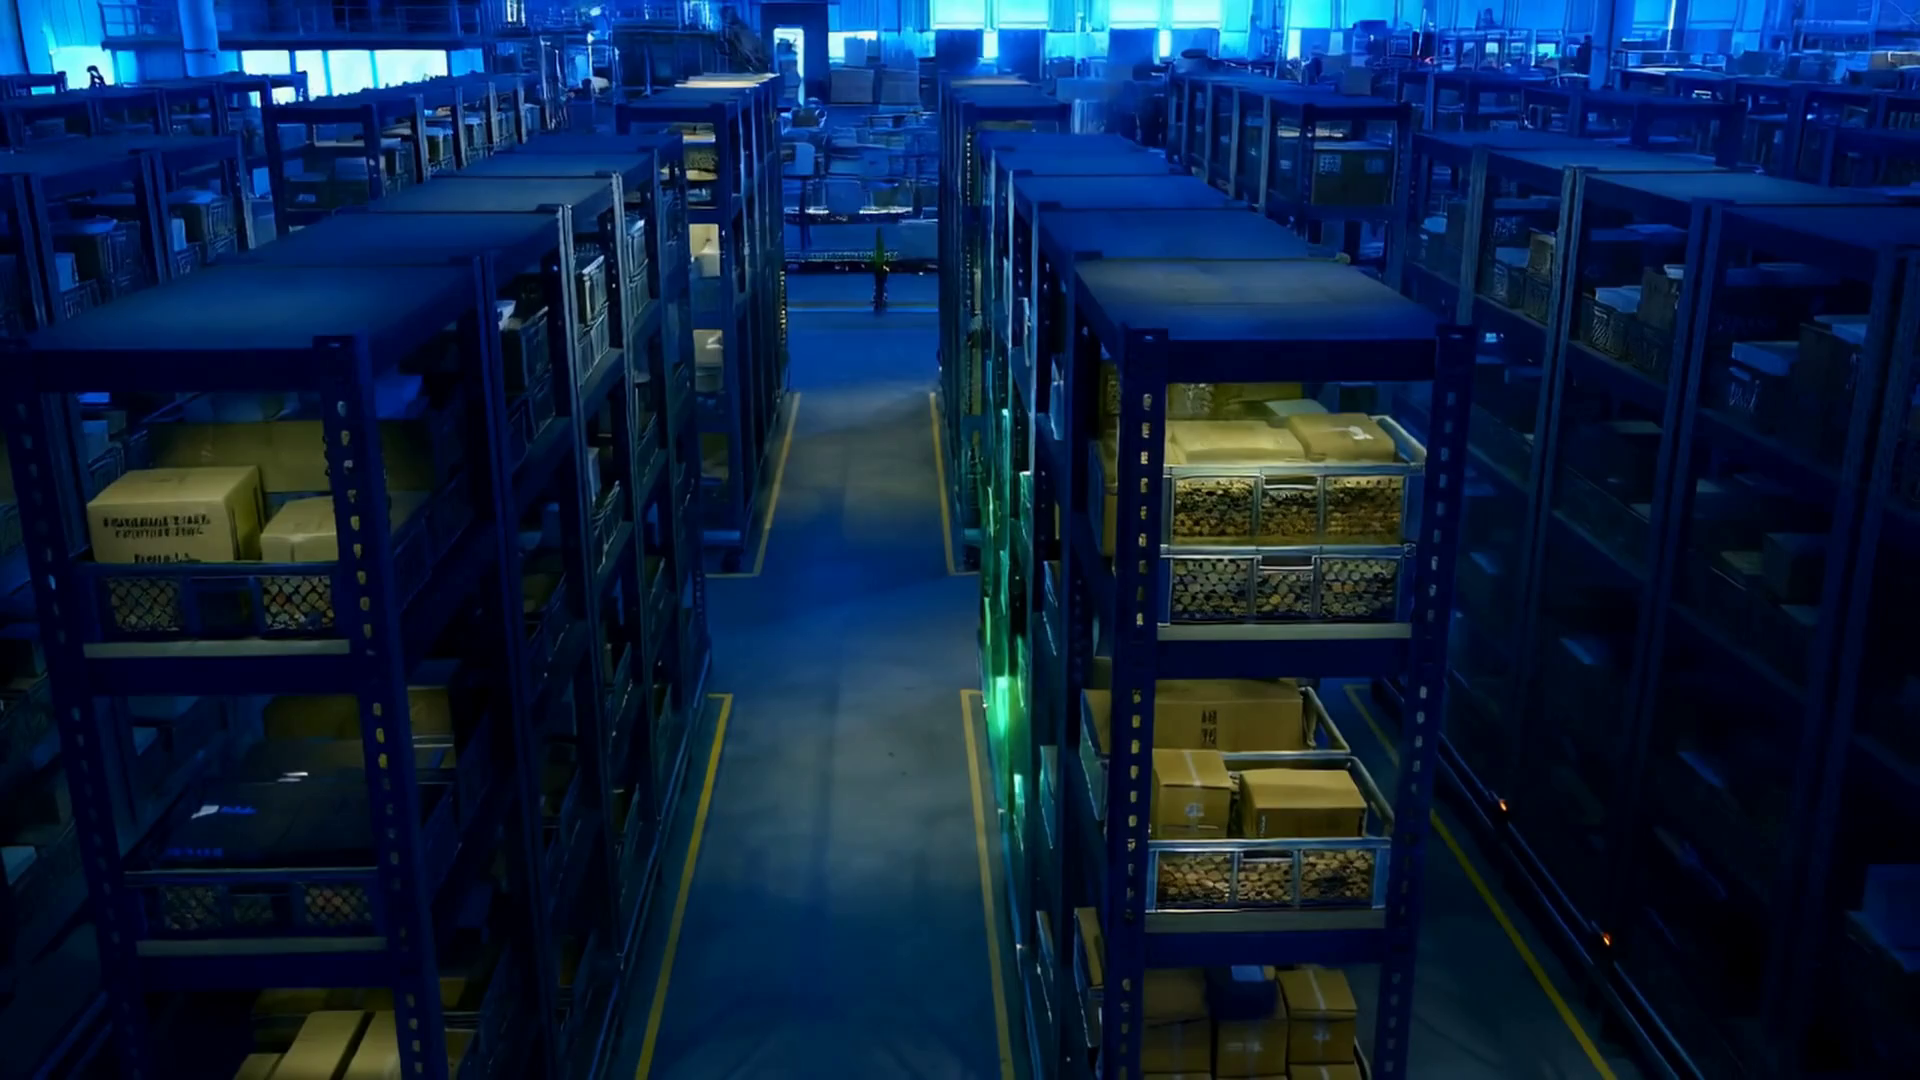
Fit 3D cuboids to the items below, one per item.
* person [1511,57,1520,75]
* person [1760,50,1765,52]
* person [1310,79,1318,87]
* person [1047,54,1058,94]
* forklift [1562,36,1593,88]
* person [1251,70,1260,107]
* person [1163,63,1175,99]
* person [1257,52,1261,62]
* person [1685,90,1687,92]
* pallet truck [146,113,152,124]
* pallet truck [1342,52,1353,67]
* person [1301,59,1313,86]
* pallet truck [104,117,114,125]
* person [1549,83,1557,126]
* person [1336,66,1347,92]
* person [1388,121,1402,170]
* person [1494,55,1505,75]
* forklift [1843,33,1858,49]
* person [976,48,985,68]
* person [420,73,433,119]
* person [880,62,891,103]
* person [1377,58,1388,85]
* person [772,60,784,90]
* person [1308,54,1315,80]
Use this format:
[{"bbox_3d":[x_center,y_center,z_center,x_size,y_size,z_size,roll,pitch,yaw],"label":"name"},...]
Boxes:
[{"bbox_3d":[25.190,-20.924,75.534,0.356,1.930,0.592,13,22,34],"label":"person"},{"bbox_3d":[41.796,-24.605,86.918,0.552,1.933,0.368,-9,20,-27],"label":"person"},{"bbox_3d":[12.327,-15.208,58.110,0.328,1.767,0.532,11,21,29],"label":"person"},{"bbox_3d":[4.426,-22.409,80.119,0.373,1.939,0.628,-16,24,-40],"label":"person"},{"bbox_3d":[28.981,-22.023,77.415,1.873,2.768,1.129,-1,18,-2],"label":"forklift"},{"bbox_3d":[10.562,-15.768,59.486,0.391,1.988,0.611,-11,21,-32],"label":"person"},{"bbox_3d":[8.307,-17.717,65.433,0.689,2.000,0.539,-3,18,-9],"label":"person"},{"bbox_3d":[16.259,-25.587,90.275,0.643,1.722,0.495,7,19,22],"label":"person"},{"bbox_3d":[25.272,-15.331,58.168,0.612,1.963,0.361,1,18,2],"label":"person"},{"bbox_3d":[-18.087,-8.309,36.390,1.885,1.965,0.823,-1,18,-4],"label":"pallet truck"},{"bbox_3d":[18.794,-23.123,82.231,0.823,1.965,1.885,-13,22,-35],"label":"pallet truck"},{"bbox_3d":[15.691,-20.764,75.161,0.503,1.861,0.328,5,18,14],"label":"person"},{"bbox_3d":[-18.367,-7.885,35.078,1.885,1.965,0.823,1,18,2],"label":"pallet truck"},{"bbox_3d":[19.324,-14.059,54.531,0.943,1.785,0.611,9,20,27],"label":"person"},{"bbox_3d":[15.037,-17.696,65.554,0.385,1.929,0.541,7,19,20],"label":"person"},{"bbox_3d":[11.228,-10.162,42.574,0.542,1.724,0.919,2,18,5],"label":"person"},{"bbox_3d":[26.099,-22.499,80.457,0.660,1.898,0.660,14,23,37],"label":"person"},{"bbox_3d":[44.508,-23.936,83.335,1.873,2.768,1.129,-2,18,-7],"label":"forklift"},{"bbox_3d":[1.167,-26.257,92.061,0.599,1.921,0.604,8,19,22],"label":"person"},{"bbox_3d":[-19.473,-16.078,60.647,0.503,1.867,0.575,-2,18,-6],"label":"person"},{"bbox_3d":[-3.110,-19.180,70.169,0.460,1.906,0.596,0,18,1],"label":"person"},{"bbox_3d":[20.767,-22.816,81.778,0.533,1.691,0.322,-1,18,-3],"label":"person"},{"bbox_3d":[-9.327,-24.021,85.298,0.649,1.822,0.632,17,24,42],"label":"person"},{"bbox_3d":[17.768,-23.872,84.869,0.947,1.793,0.660,10,20,27],"label":"person"}]
